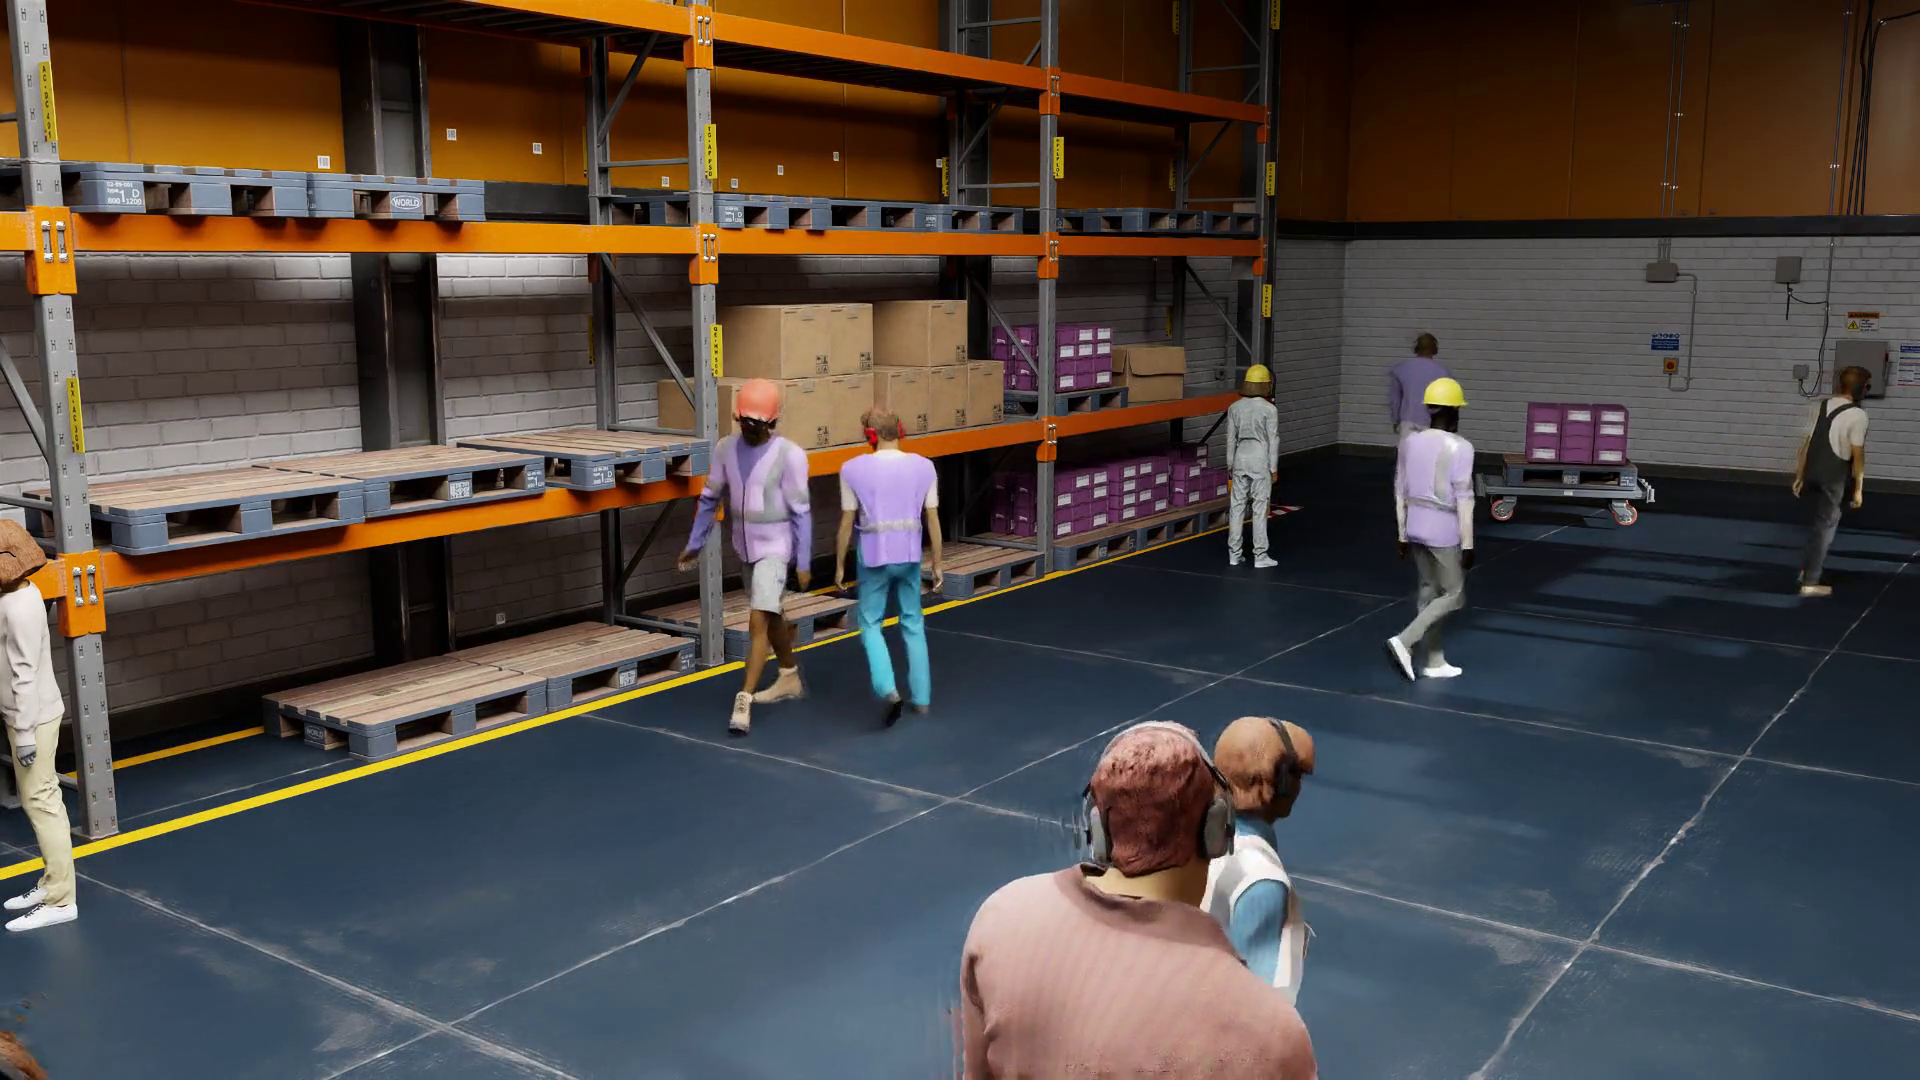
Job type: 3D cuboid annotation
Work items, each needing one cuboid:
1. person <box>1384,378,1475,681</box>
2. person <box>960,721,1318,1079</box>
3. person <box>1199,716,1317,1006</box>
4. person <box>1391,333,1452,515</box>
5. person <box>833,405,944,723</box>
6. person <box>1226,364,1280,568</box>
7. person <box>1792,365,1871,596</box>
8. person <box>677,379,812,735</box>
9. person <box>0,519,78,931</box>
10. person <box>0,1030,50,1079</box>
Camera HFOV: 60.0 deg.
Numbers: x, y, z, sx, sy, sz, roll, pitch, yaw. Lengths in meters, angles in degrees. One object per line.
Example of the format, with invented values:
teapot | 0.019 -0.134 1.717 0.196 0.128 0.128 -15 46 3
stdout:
person | 2.909 -0.047 10.290 0.617 1.914 0.600 -5 11 -26
person | 0.339 1.227 2.753 0.602 1.888 0.673 -7 12 -37
person | 0.650 1.194 3.811 0.764 1.593 0.536 -2 10 -12
person | 4.765 -1.203 17.289 0.646 1.898 1.034 5 11 27
person | -0.380 0.150 9.436 0.647 1.813 0.570 -4 10 -22
person | 2.528 -0.638 14.324 0.489 1.743 0.322 8 12 39
person | 6.814 -0.456 13.003 0.497 1.816 0.542 -3 10 -16
person | -1.180 0.066 9.479 0.794 1.981 0.935 7 12 35
person | -3.697 0.722 6.579 0.277 1.629 0.496 -6 11 -31
person | -1.084 1.404 1.968 0.632 1.815 0.452 -4 10 -21
